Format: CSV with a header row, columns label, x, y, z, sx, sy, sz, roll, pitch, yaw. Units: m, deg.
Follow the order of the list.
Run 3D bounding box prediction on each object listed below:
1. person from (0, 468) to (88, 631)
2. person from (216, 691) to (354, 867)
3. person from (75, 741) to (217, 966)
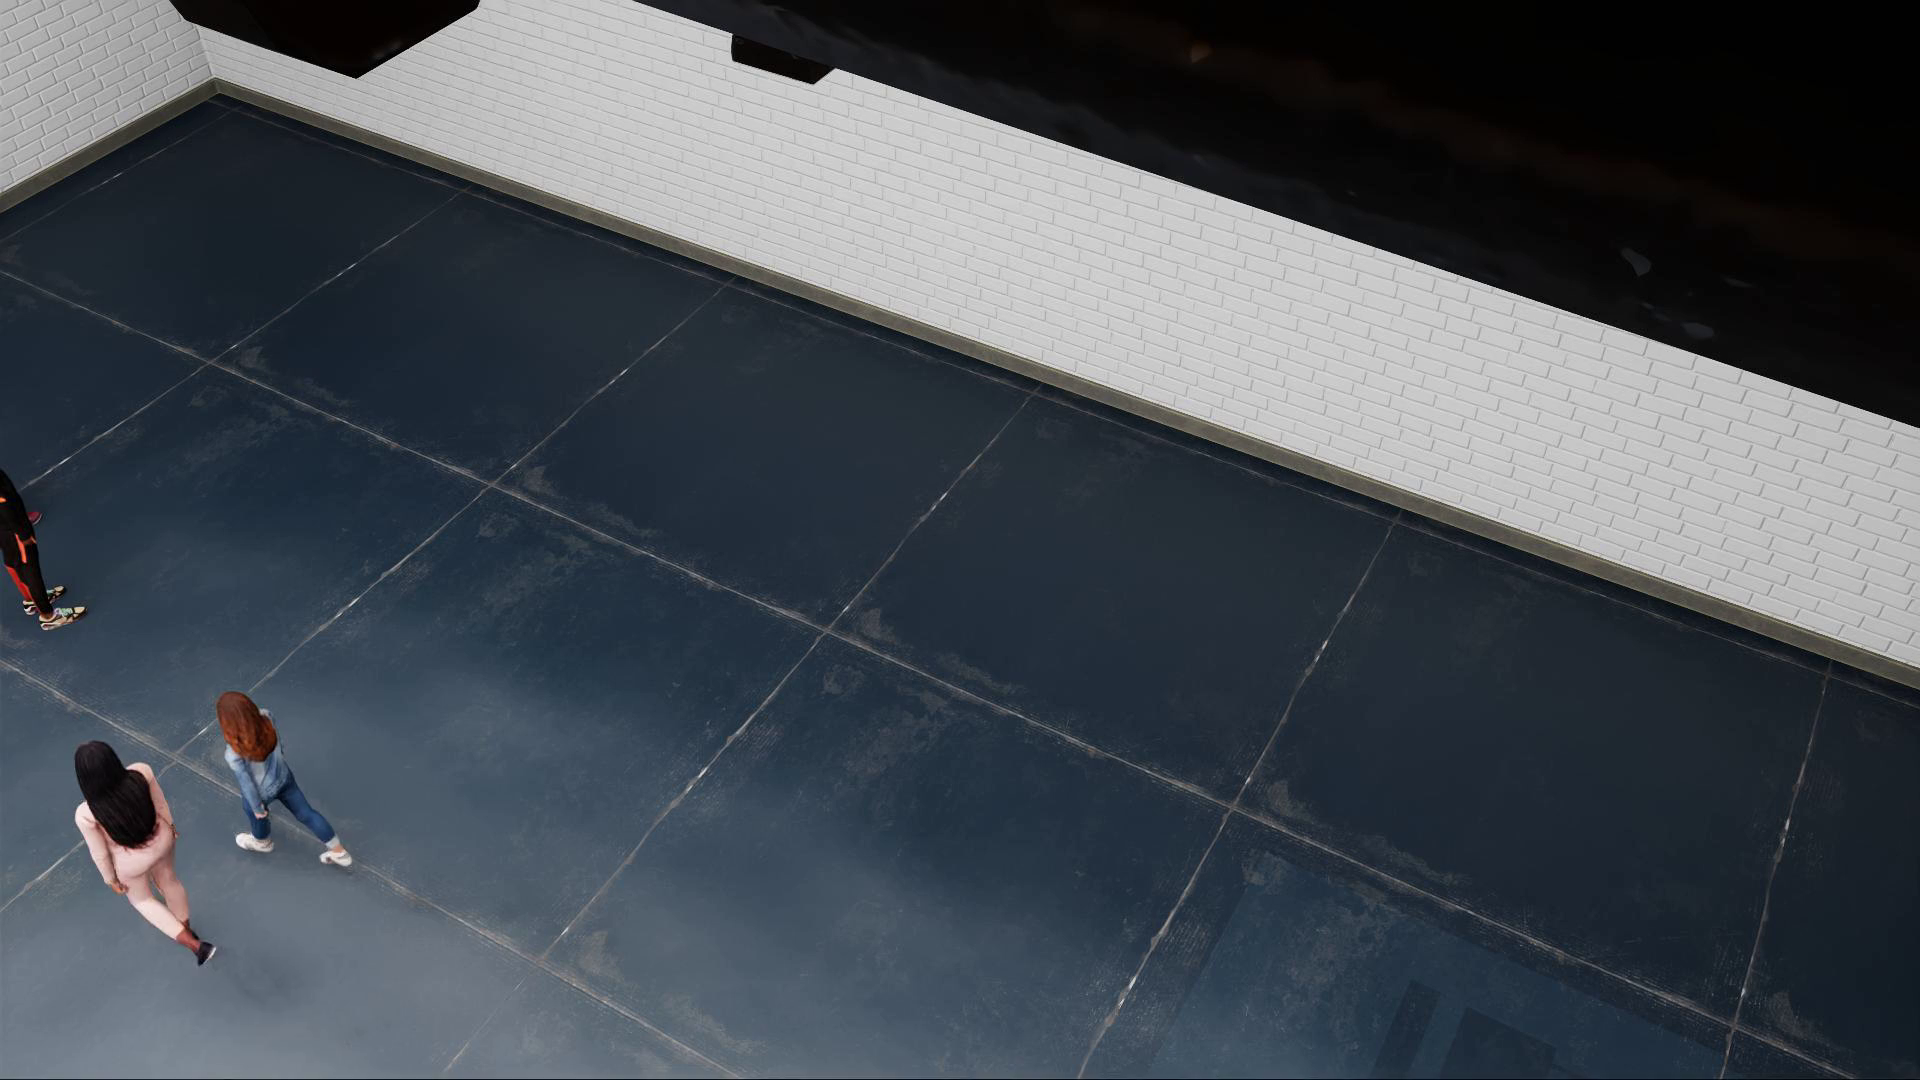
label,x,y,z,sx,sy,sz,roll,pitch,yaw
person,-6.279,-0.165,10.885,0.681,1.807,0.616,34,53,30
person,-3.886,1.403,9.500,0.785,1.447,0.992,12,45,13
person,-4.342,1.724,8.975,0.712,1.706,0.799,22,48,22
